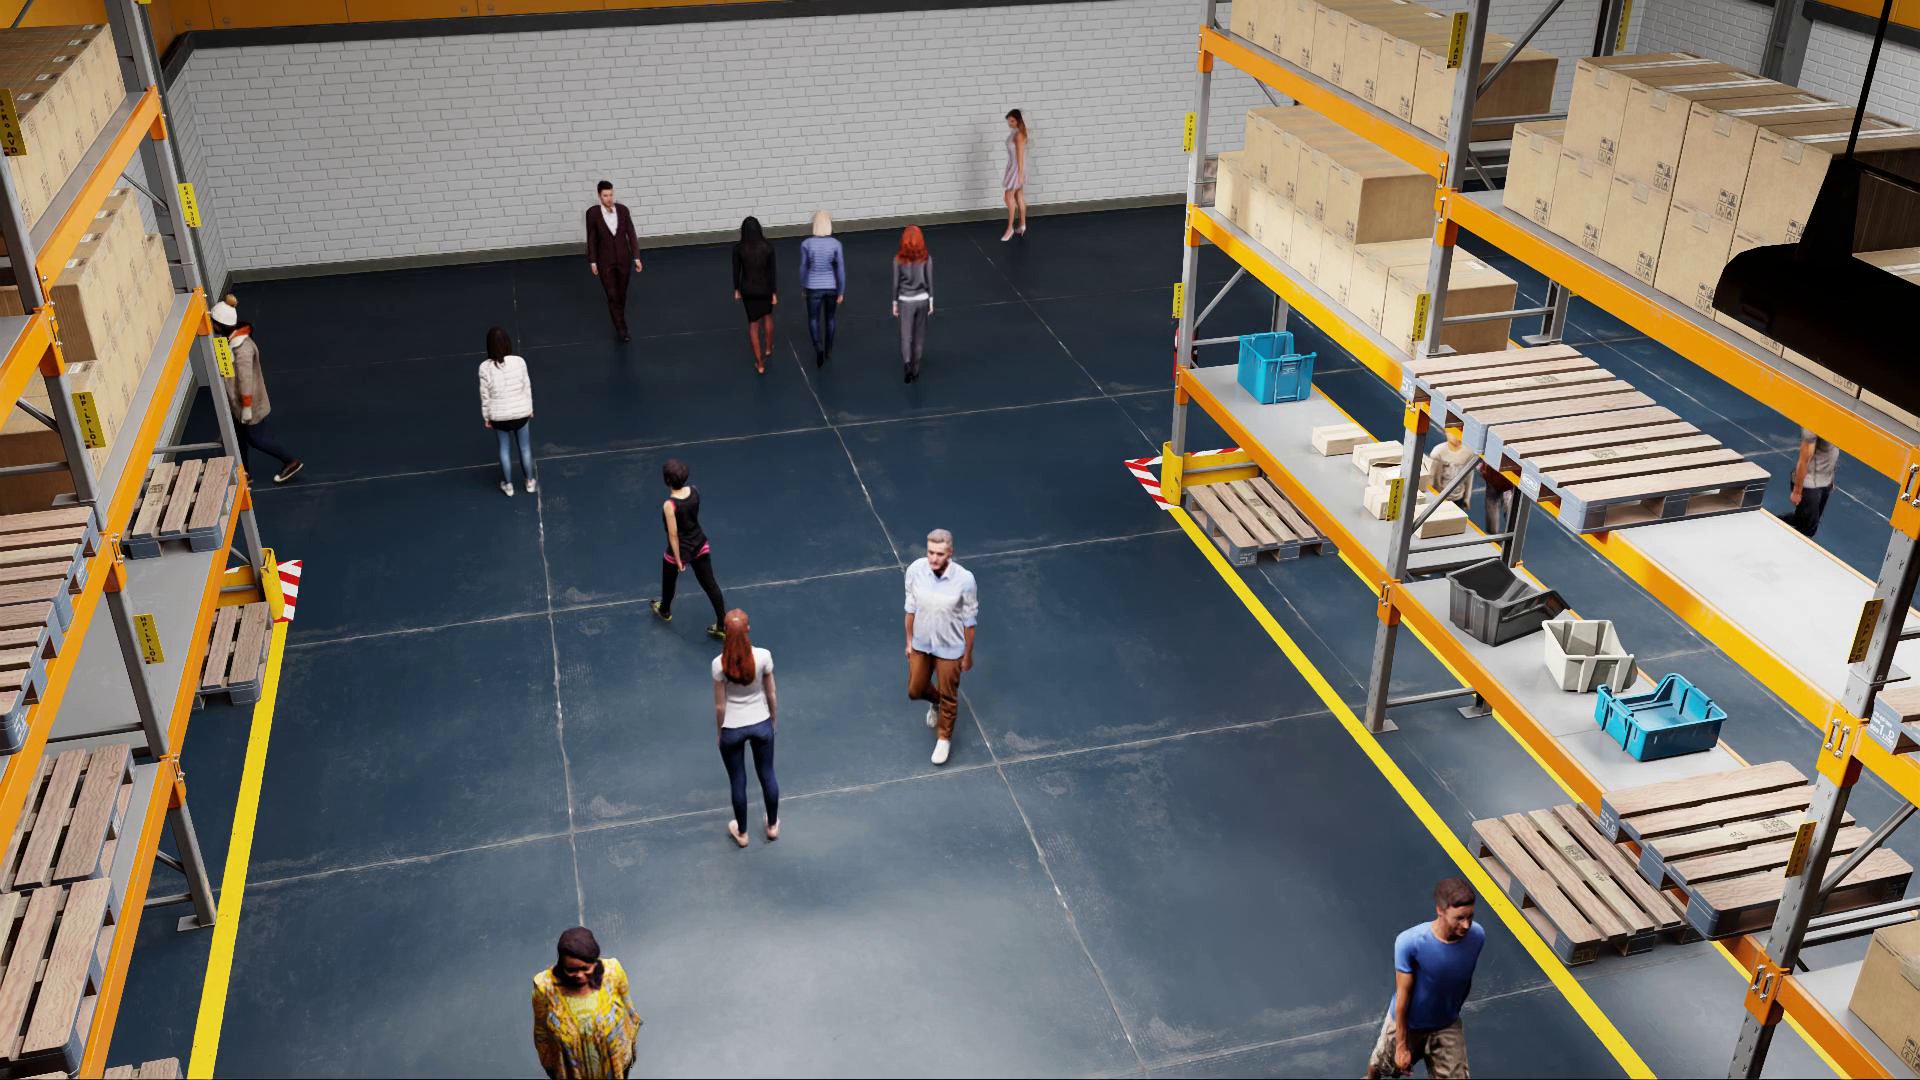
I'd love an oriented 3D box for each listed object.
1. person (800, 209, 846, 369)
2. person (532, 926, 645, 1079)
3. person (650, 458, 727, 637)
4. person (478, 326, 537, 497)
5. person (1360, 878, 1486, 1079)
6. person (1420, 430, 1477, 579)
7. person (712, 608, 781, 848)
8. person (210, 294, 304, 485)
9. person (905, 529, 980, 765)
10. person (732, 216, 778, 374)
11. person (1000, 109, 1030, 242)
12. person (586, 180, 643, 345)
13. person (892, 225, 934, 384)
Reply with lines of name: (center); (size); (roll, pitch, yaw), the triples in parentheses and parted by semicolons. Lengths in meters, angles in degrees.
person: (-1.506, -2.719, 18.086); (0.744, 1.731, 1.013); (-2, 29, -4)
person: (-1.888, 2.581, 8.464); (0.759, 1.641, 0.869); (-12, 31, -21)
person: (-2.100, 0.099, 13.152); (1.105, 1.509, 0.916); (23, 36, 36)
person: (-4.170, -1.194, 15.390); (0.633, 1.636, 0.563); (-10, 30, -17)
person: (2.339, 2.428, 8.563); (0.750, 1.815, 1.263); (-3, 29, -6)
person: (4.115, -0.381, 14.080); (0.584, 1.462, 0.565); (-1, 29, -2)
person: (-1.396, 1.227, 10.845); (0.563, 1.739, 0.522); (-9, 30, -16)
person: (-6.561, -1.365, 15.474); (0.992, 1.856, 1.037); (-17, 33, -29)
person: (-0.130, 0.684, 11.757); (0.897, 1.818, 0.965); (9, 30, 16)
person: (-2.192, -2.627, 17.948); (0.668, 1.702, 0.943); (-5, 29, -8)
person: (0.782, -4.816, 21.914); (0.805, 1.747, 0.640); (3, 29, 5)
person: (-3.936, -3.175, 18.829); (0.859, 1.820, 1.195); (-14, 32, -24)
person: (-0.488, -2.437, 17.538); (0.685, 1.761, 0.922); (-2, 29, -3)
